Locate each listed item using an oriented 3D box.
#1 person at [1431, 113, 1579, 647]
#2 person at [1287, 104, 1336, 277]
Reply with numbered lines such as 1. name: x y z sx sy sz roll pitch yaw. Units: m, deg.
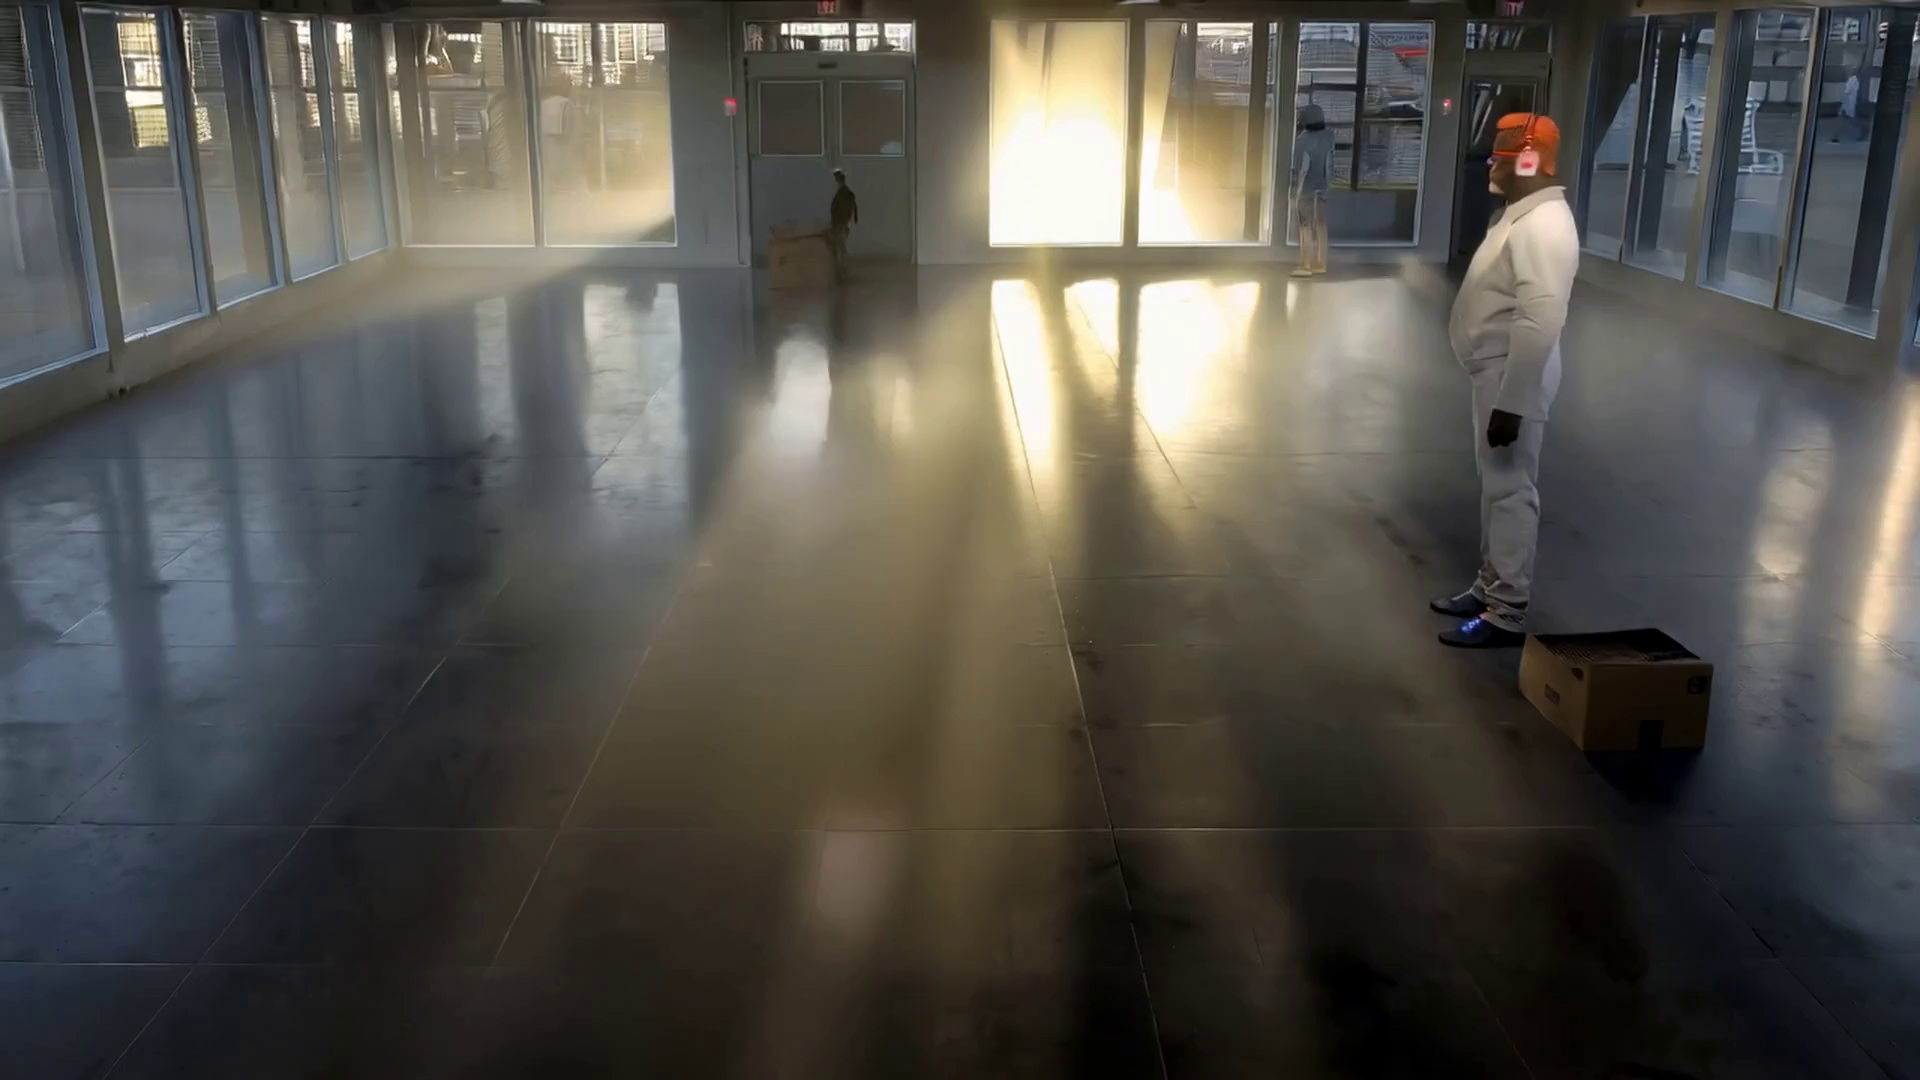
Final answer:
1. person: 1.960 -0.559 6.007 0.407 1.908 0.641 4 17 12
2. person: 3.367 -3.342 15.951 0.499 1.632 0.285 -8 18 -26
